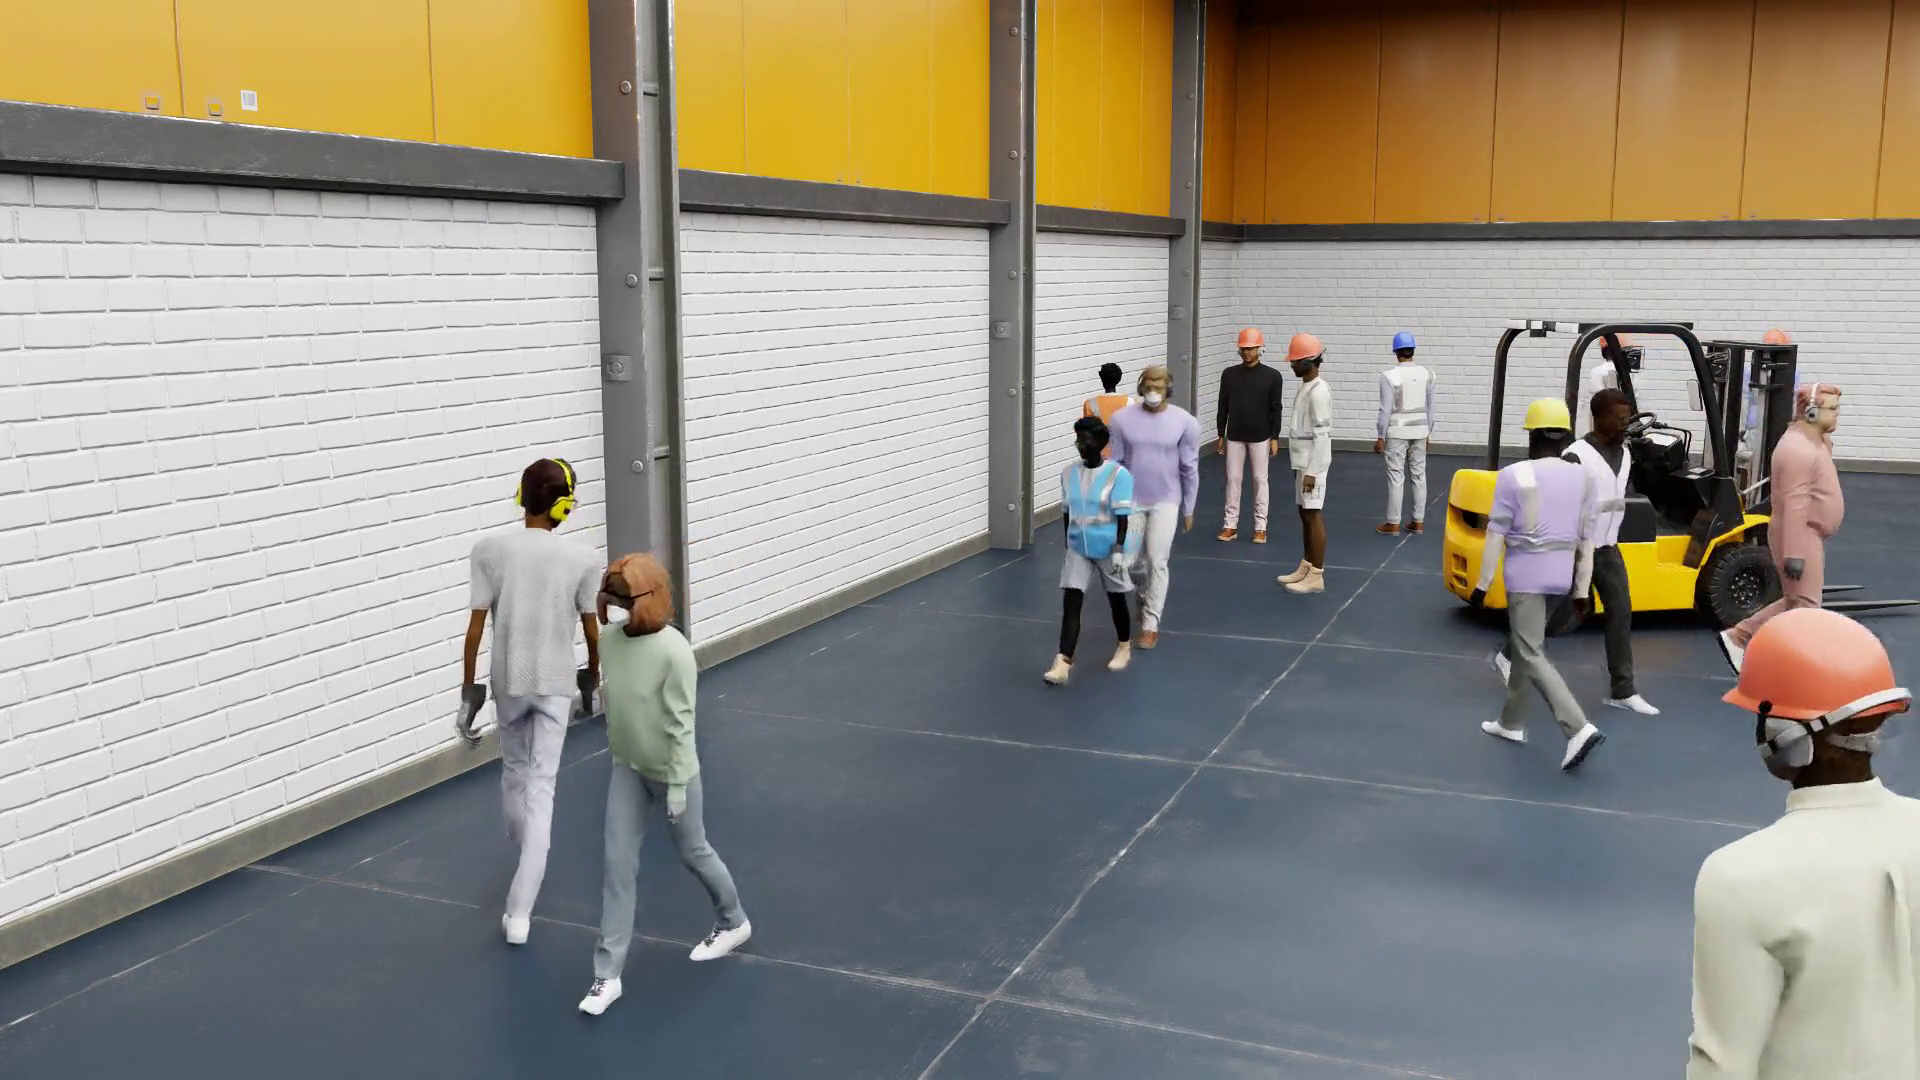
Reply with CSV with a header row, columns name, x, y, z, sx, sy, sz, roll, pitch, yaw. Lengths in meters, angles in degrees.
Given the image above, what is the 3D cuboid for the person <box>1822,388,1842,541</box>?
name,x,y,z,sx,sy,sz,roll,pitch,yaw
person,6.840,-0.445,13.398,0.488,1.610,0.615,4,10,23

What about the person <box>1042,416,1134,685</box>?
name,x,y,z,sx,sy,sz,roll,pitch,yaw
person,0.833,0.058,10.289,0.538,1.649,0.876,6,11,33

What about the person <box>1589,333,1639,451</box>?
name,x,y,z,sx,sy,sz,roll,pitch,yaw
person,6.788,-1.226,17.243,0.545,1.920,0.780,-2,9,-9

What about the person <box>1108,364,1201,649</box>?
name,x,y,z,sx,sy,sz,roll,pitch,yaw
person,1.319,-0.250,11.336,0.642,1.917,0.694,3,10,18

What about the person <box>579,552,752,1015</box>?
name,x,y,z,sx,sy,sz,roll,pitch,yaw
person,-1.063,0.810,5.896,0.502,1.589,0.795,6,11,33

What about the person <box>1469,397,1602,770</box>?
name,x,y,z,sx,sy,sz,roll,pitch,yaw
person,3.054,0.209,8.638,0.596,1.892,0.902,-4,10,-22

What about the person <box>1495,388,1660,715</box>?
name,x,y,z,sx,sy,sz,roll,pitch,yaw
person,3.657,0.029,9.775,0.584,1.880,0.979,-6,11,-34

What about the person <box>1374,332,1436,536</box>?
name,x,y,z,sx,sy,sz,roll,pitch,yaw
person,4.227,-1.004,15.837,0.602,1.938,0.401,-3,10,-18

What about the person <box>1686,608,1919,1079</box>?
name,x,y,z,sx,sy,sz,roll,pitch,yaw
person,1.578,1.108,2.963,0.626,1.971,0.704,-2,10,-14

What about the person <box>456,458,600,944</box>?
name,x,y,z,sx,sy,sz,roll,pitch,yaw
person,-1.672,0.584,6.554,0.549,1.818,0.939,-1,9,-3

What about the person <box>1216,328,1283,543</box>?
name,x,y,z,sx,sy,sz,roll,pitch,yaw
person,2.674,-0.967,15.442,0.611,1.995,0.381,4,10,24

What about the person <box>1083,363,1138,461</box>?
name,x,y,z,sx,sy,sz,roll,pitch,yaw
person,1.367,-0.761,15.118,0.532,1.694,0.320,0,9,-2

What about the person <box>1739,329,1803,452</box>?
name,x,y,z,sx,sy,sz,roll,pitch,yaw
person,8.227,-1.168,16.891,0.569,1.923,0.396,6,11,33

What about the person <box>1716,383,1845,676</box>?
name,x,y,z,sx,sy,sz,roll,pitch,yaw
person,4.922,0.007,9.884,0.615,1.891,0.649,6,11,32

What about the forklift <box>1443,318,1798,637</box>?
name,x,y,z,sx,sy,sz,roll,pitch,yaw
forklift,4.706,-0.497,11.990,2.313,2.155,1.214,-2,10,-10

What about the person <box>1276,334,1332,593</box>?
name,x,y,z,sx,sy,sz,roll,pitch,yaw
person,2.712,-0.595,13.067,0.392,2.035,0.605,0,9,2
